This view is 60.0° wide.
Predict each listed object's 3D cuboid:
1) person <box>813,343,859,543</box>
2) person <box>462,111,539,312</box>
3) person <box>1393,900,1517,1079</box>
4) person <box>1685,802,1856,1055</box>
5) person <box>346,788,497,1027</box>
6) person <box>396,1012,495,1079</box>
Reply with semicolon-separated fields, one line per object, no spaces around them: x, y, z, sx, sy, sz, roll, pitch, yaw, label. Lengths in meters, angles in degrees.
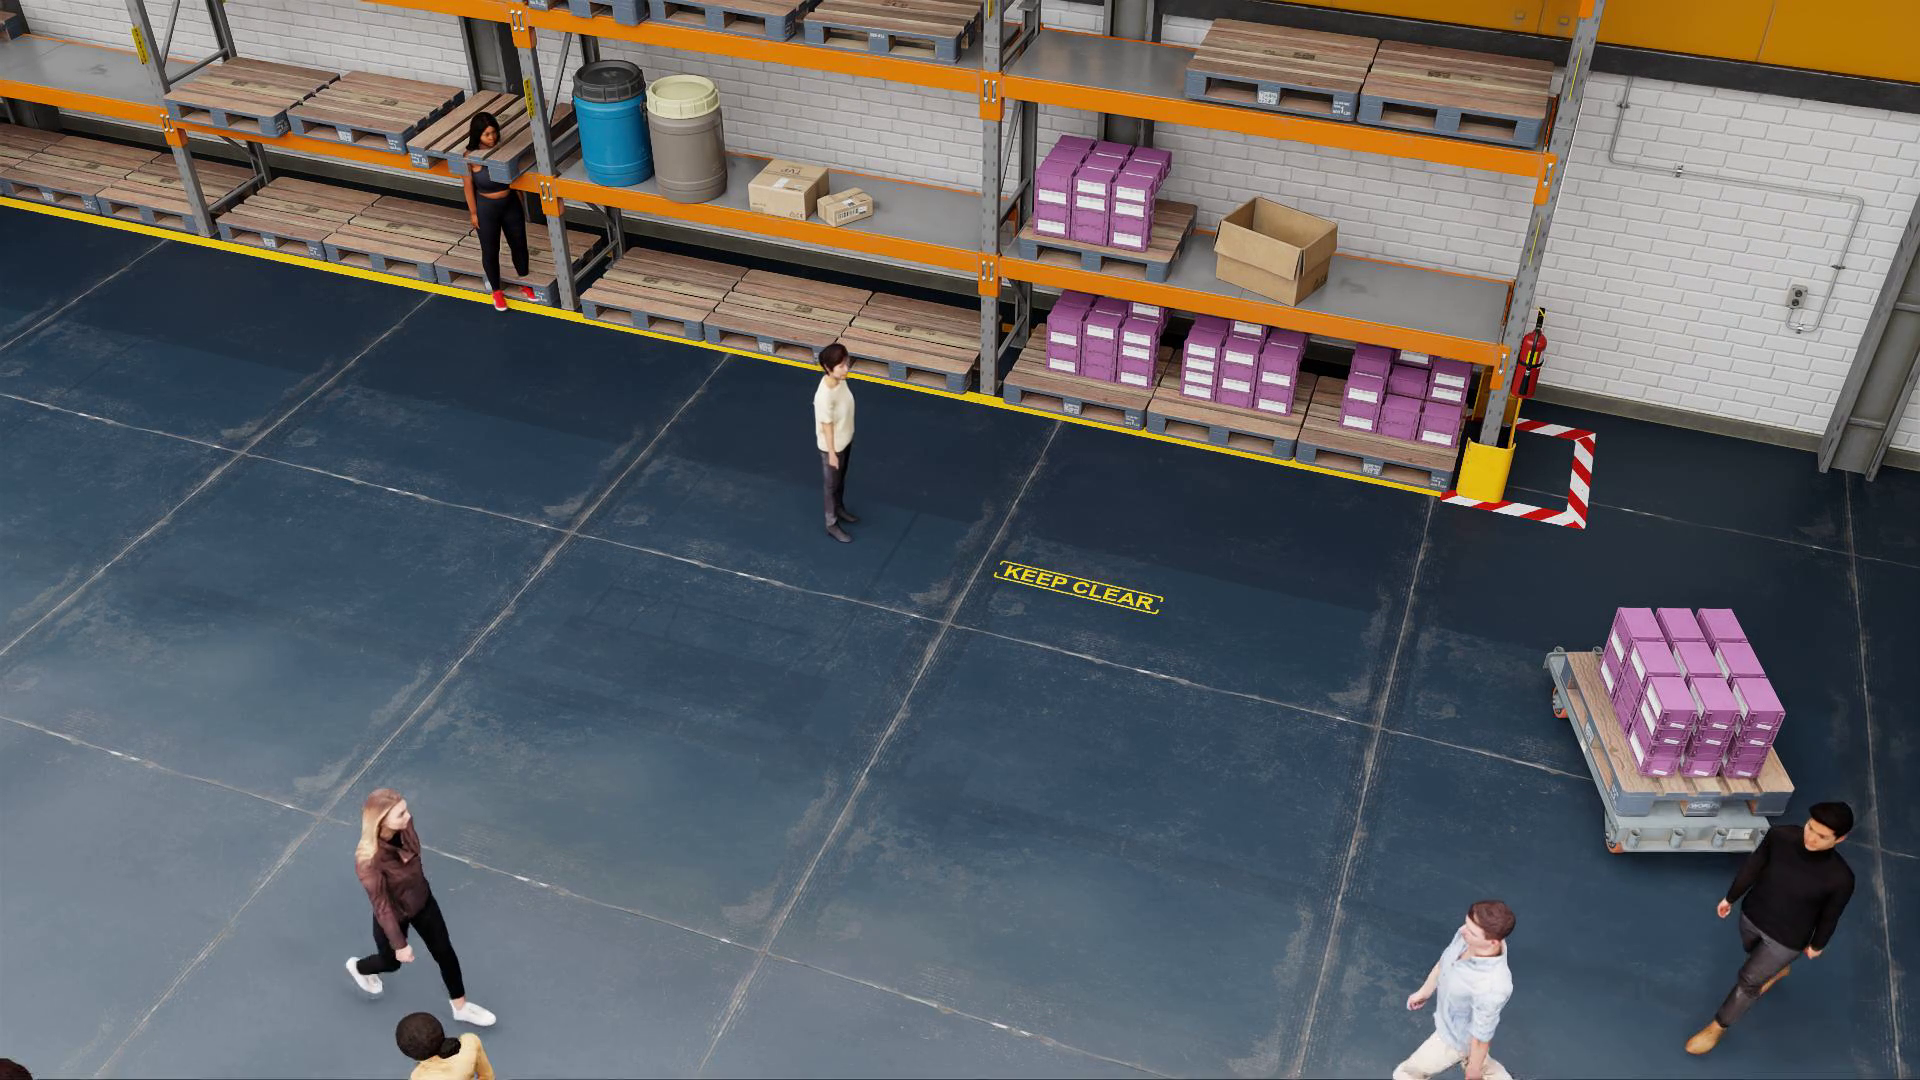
-0.901;-0.714;12.003;0.518;1.589;0.618;8;39;10;person
-4.054;-2.905;14.565;0.770;1.816;0.808;-22;43;-25;person
2.503;2.347;7.992;1.273;1.811;0.768;7;39;9;person
4.277;1.921;8.611;1.148;1.705;1.084;-16;41;-19;person
-2.965;1.925;8.635;1.087;1.668;0.624;15;41;17;person
-2.230;2.738;7.650;1.134;1.626;0.855;30;47;32;person
